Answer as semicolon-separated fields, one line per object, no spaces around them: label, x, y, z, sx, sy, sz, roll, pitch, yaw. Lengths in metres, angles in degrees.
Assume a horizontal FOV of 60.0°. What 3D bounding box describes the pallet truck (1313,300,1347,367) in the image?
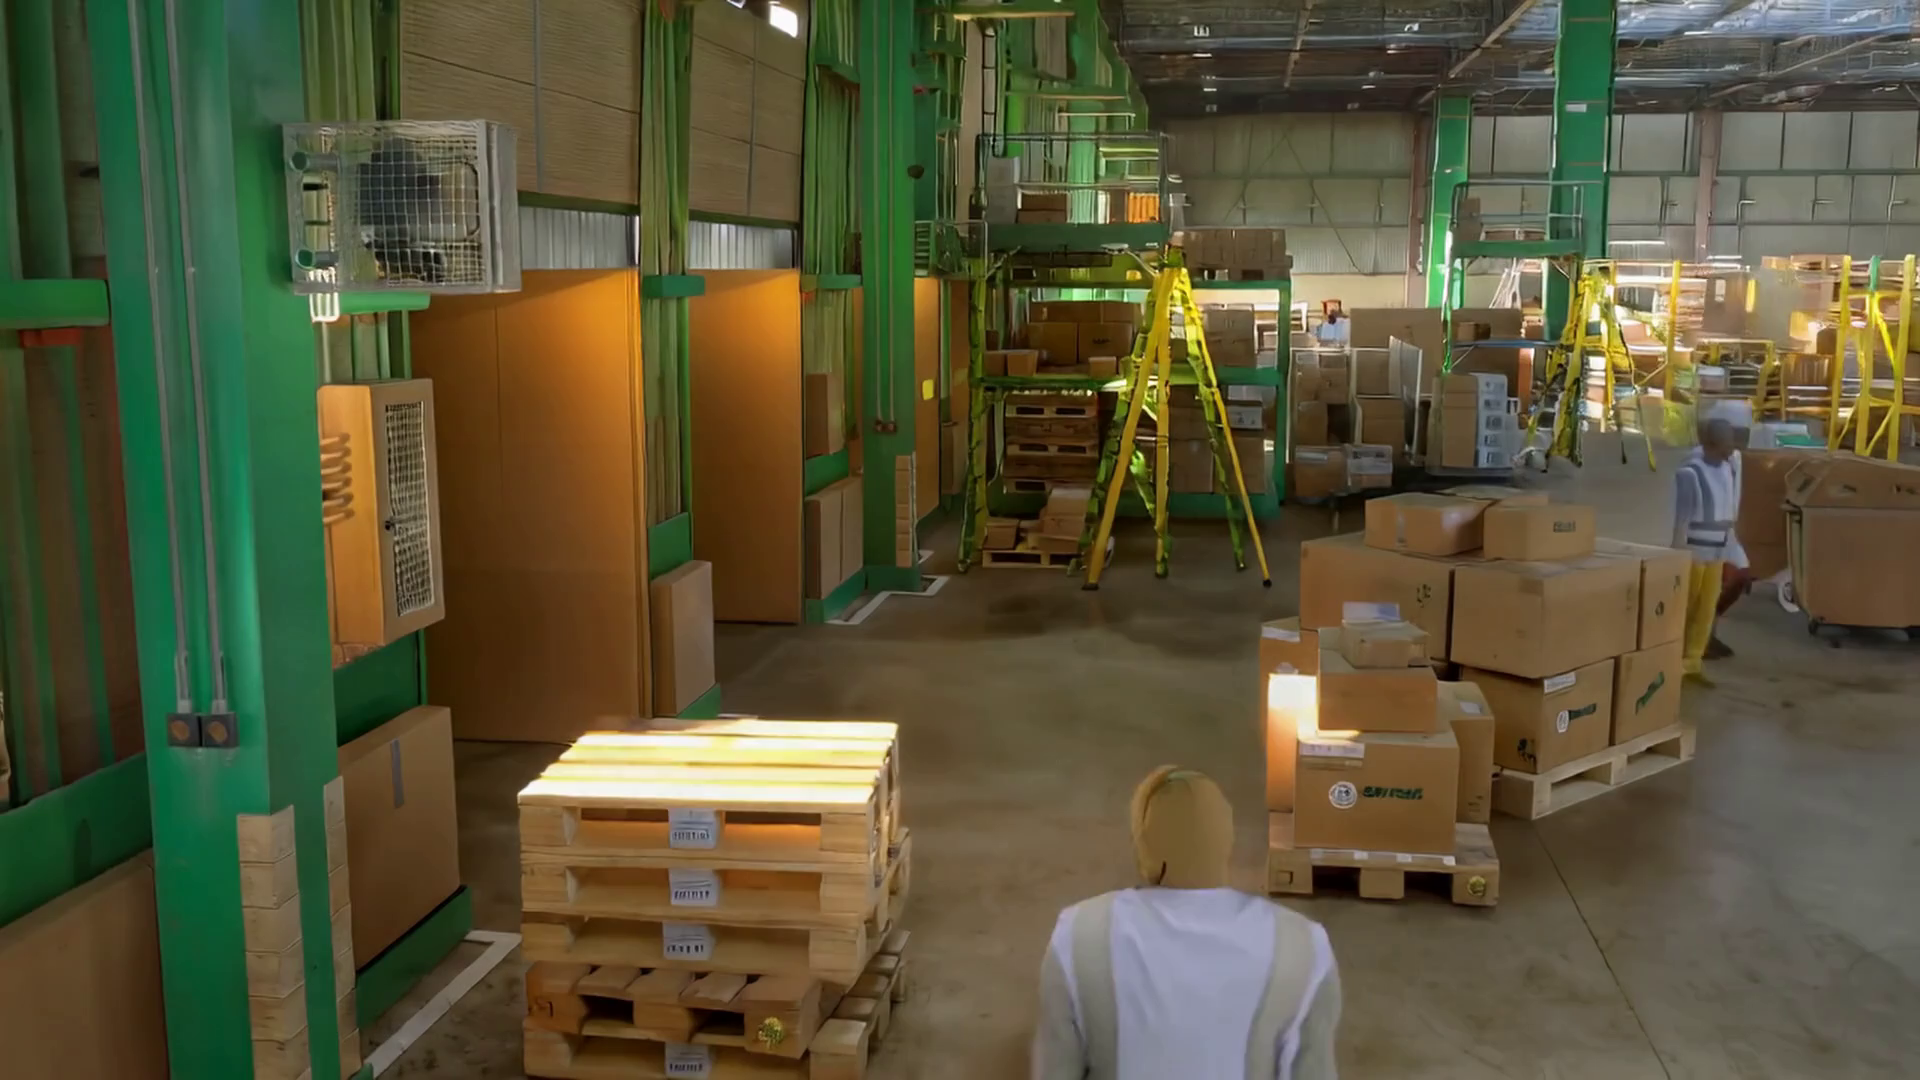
pallet truck;11.159;-6.200;49.718;0.823;1.965;1.885;4;10;26

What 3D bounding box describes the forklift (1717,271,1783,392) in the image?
forklift;18.658;-4.833;38.573;1.873;2.768;1.129;1;9;8

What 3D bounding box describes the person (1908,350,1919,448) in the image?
person;15.508;-2.342;26.740;0.323;1.736;0.488;5;10;26

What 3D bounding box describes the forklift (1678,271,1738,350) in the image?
forklift;21.735;-6.311;47.690;1.873;2.768;1.129;-3;10;-19

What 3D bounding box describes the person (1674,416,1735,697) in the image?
person;4.993;0.107;11.192;0.588;1.884;0.337;-7;12;-37

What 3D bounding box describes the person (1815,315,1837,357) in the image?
person;17.658;-3.621;34.001;0.635;1.936;0.355;-7;11;-35

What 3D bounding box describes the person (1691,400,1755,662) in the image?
person;5.480;-0.054;12.061;0.564;1.921;0.467;-6;11;-33

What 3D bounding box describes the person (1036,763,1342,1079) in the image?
person;0.485;1.369;3.577;0.645;1.821;0.598;2;9;12

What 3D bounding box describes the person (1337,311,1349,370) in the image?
person;11.069;-5.720;47.692;0.529;1.695;0.321;-1;9;-7
